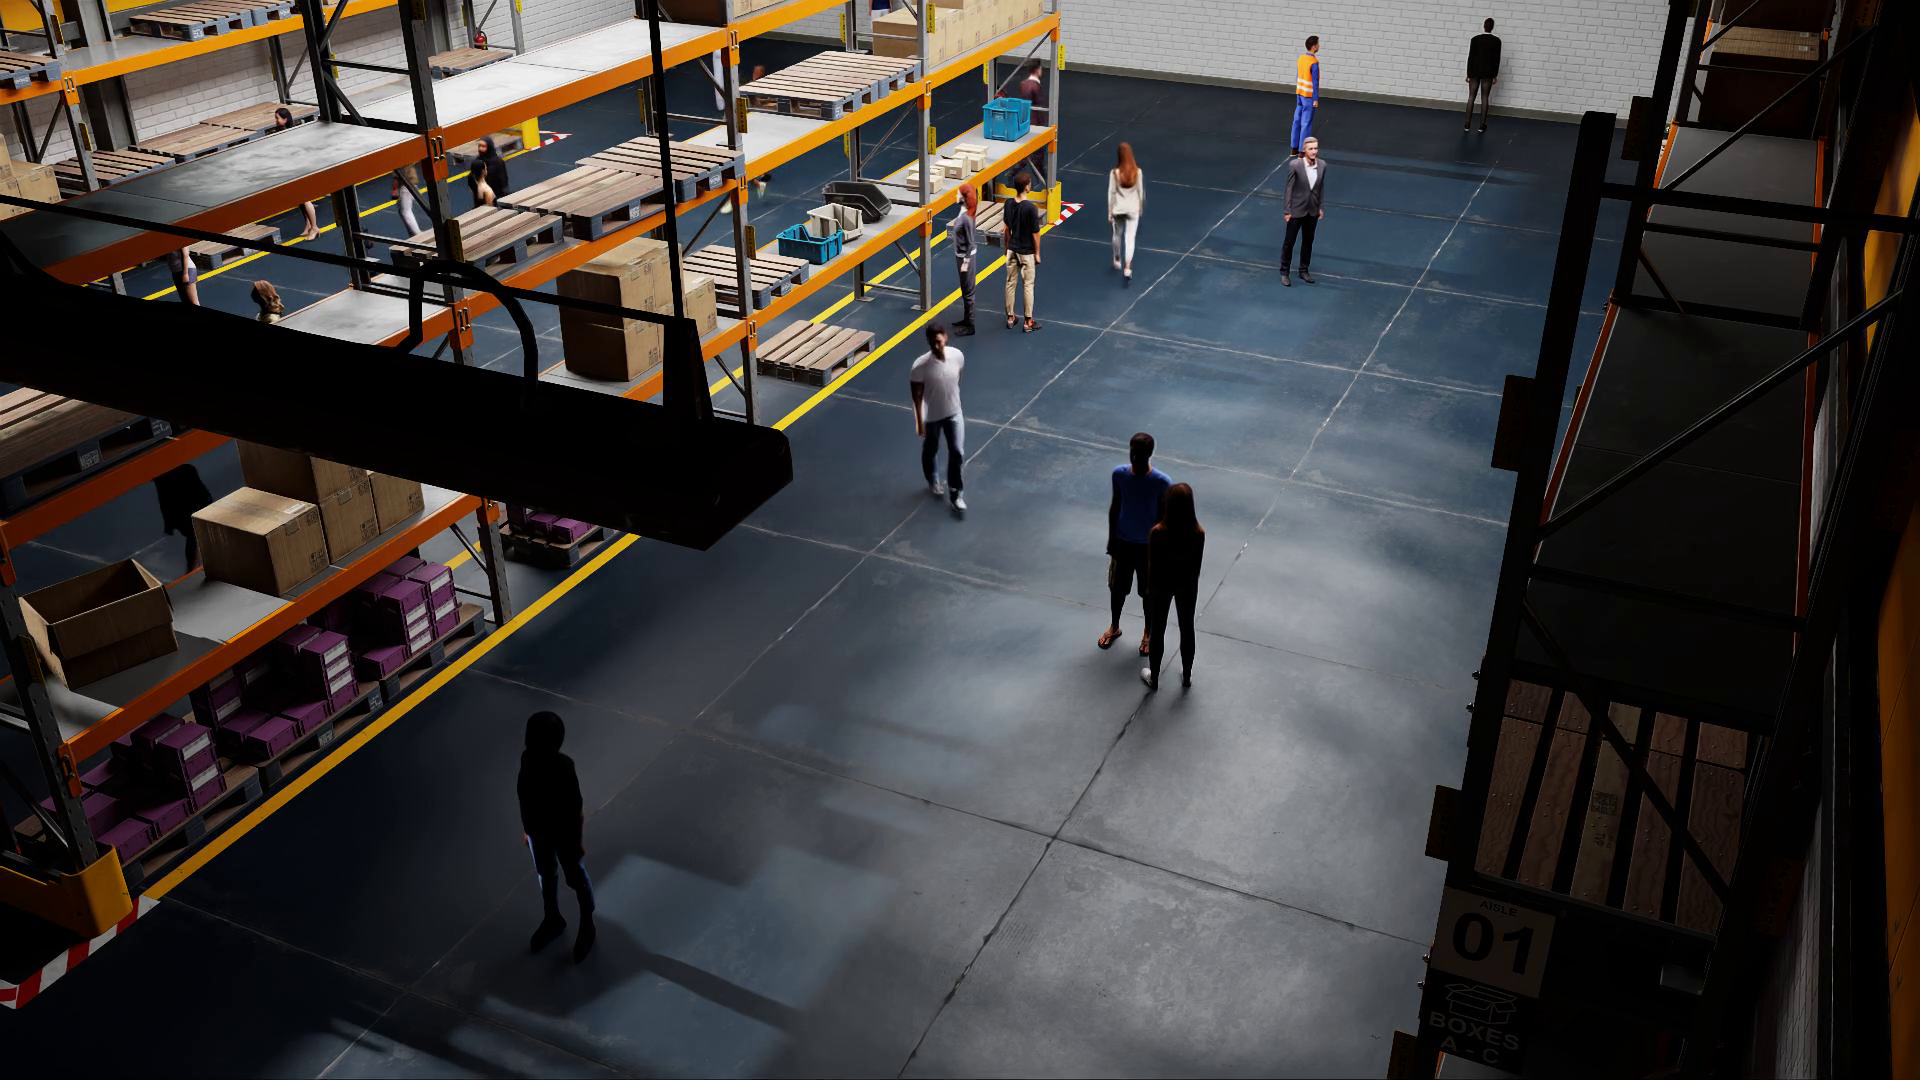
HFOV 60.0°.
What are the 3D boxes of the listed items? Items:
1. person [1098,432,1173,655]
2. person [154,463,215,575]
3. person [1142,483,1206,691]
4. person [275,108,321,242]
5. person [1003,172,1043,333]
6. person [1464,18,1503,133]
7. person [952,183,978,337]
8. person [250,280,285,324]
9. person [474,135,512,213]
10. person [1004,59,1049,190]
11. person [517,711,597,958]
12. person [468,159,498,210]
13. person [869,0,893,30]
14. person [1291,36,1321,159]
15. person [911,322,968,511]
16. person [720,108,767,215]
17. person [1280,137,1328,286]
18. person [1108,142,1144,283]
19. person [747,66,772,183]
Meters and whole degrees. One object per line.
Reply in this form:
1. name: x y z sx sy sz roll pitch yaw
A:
1. person: 1.396 -0.003 13.132 0.655 1.864 0.577 10 30 18
2. person: -6.414 -0.138 13.745 0.743 1.514 1.101 4 29 7
3. person: 1.622 0.356 12.622 0.668 1.722 0.679 -3 29 -5
4. person: -8.855 -4.881 22.174 0.794 1.769 0.774 -19 34 -31
5. person: 0.705 -3.337 19.250 0.678 1.859 0.599 19 34 31
6. person: 8.505 -7.581 27.090 0.669 1.800 0.578 10 30 17
7. person: 0.068 -3.238 19.151 0.714 1.779 0.602 -3 29 -5
8. person: -6.756 -1.751 16.484 0.724 1.723 0.713 -17 33 -28
9. person: -5.991 -4.474 21.589 0.611 1.614 0.859 12 31 21
10. person: 1.007 -6.026 24.192 1.265 1.845 1.126 -14 31 -23
11. person: -2.451 1.762 10.066 0.584 1.701 0.556 10 30 17
12. person: -5.782 -3.716 20.112 0.704 1.698 1.016 20 34 32
13. person: -1.512 -10.103 31.674 0.701 1.838 0.770 -11 30 -19
14. person: 5.348 -6.834 25.655 0.834 1.864 0.780 -11 30 -19
15. person: -0.181 -1.200 15.380 1.008 1.812 1.097 -12 31 -20
16. person: -3.061 -5.462 23.242 1.093 1.765 0.847 -22 35 -34
17. person: 4.275 -4.116 20.694 0.807 1.842 0.852 -8 30 -14
18. person: 2.082 -4.077 20.784 0.849 1.688 1.161 3 29 5
19. person: -2.981 -6.066 24.420 0.690 1.699 0.801 7 29 13
